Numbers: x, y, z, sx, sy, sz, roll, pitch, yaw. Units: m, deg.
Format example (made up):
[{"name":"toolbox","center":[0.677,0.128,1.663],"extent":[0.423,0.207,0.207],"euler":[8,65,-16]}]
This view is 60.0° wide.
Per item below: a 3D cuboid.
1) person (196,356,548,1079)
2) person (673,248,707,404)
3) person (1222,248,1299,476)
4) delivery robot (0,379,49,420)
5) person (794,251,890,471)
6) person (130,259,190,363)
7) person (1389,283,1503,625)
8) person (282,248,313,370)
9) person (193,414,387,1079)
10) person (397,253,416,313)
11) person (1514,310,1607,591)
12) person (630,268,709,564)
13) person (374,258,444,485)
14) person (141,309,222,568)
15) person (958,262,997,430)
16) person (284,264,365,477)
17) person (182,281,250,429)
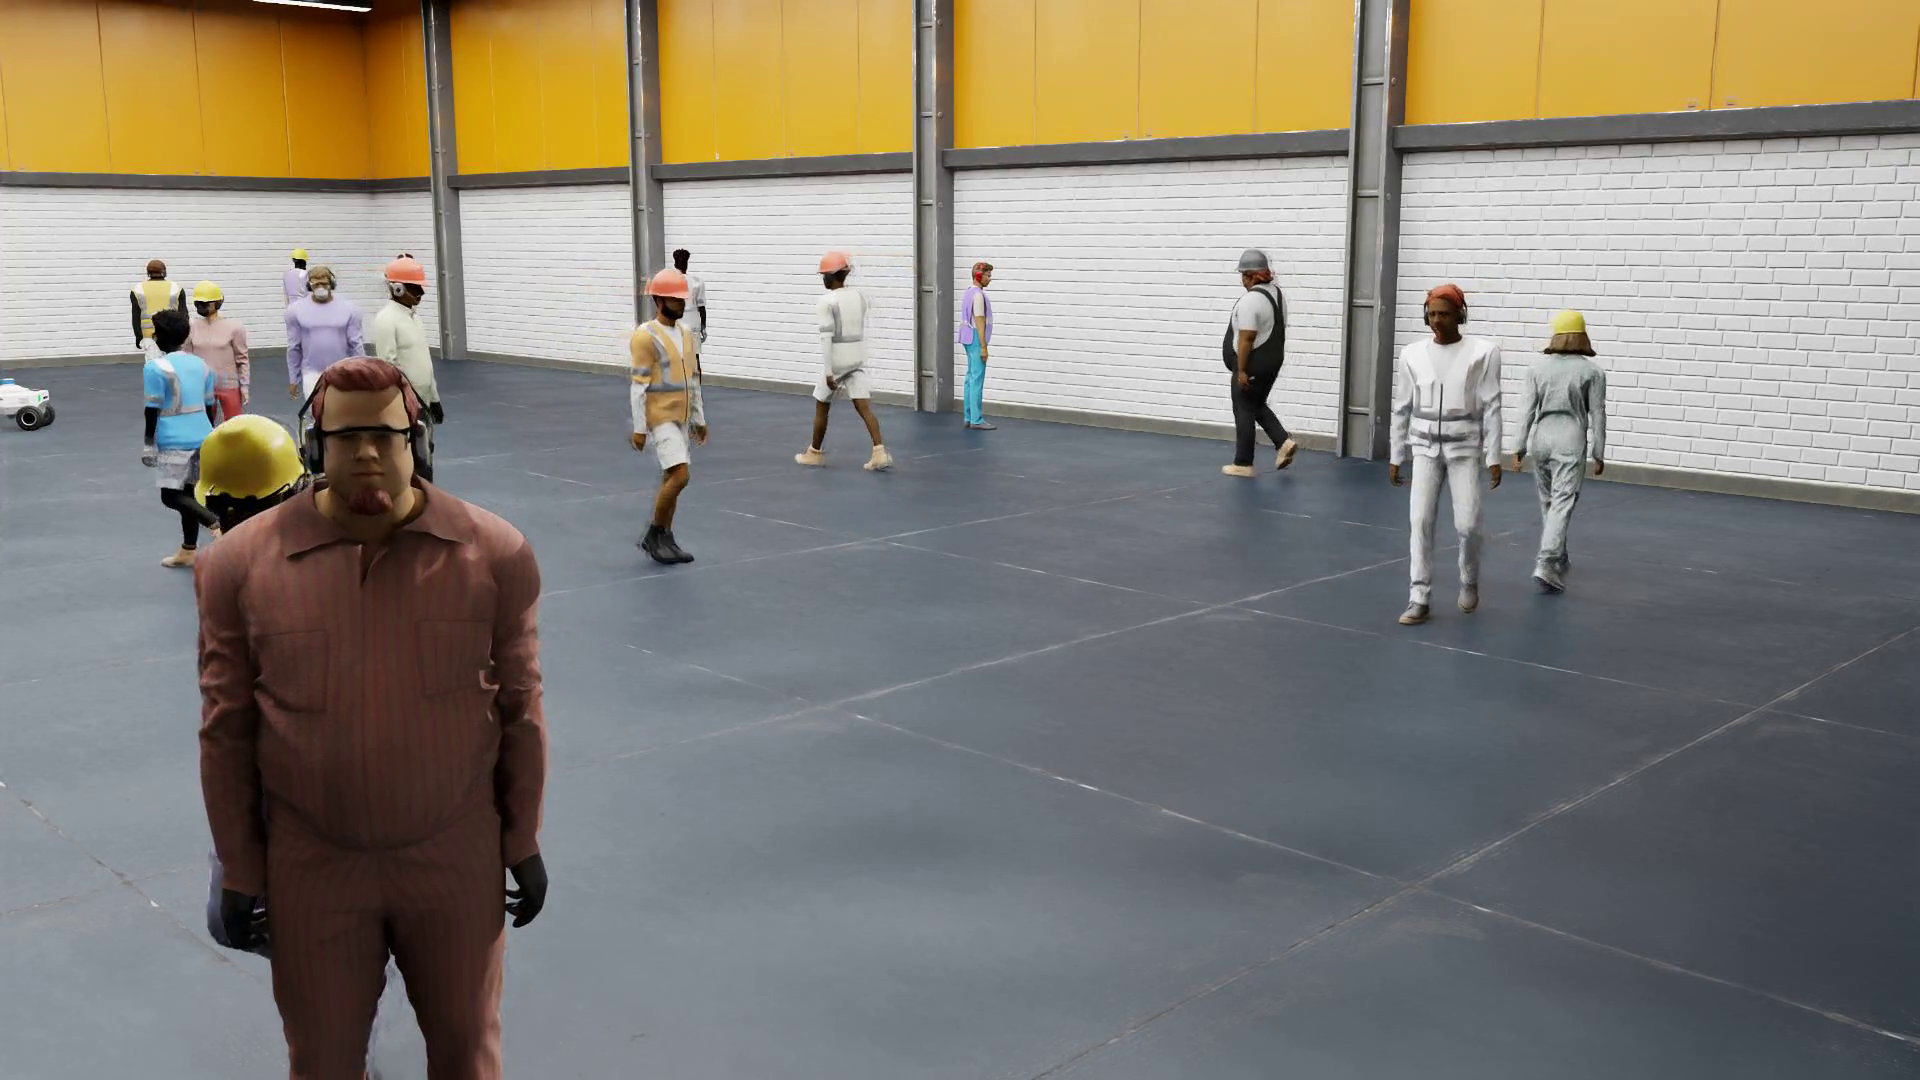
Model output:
[{"name":"person","center":[-1.116,0.599,3.237],"extent":[0.643,1.911,0.411],"euler":[-4,11,-20]},{"name":"person","center":[-3.480,-2.674,20.929],"extent":[0.602,1.966,0.368],"euler":[-2,11,-10]},{"name":"person","center":[2.618,-1.573,14.719],"extent":[0.624,2.000,0.701],"euler":[8,13,39]},{"name":"delivery robot","center":[-10.440,-1.530,18.286],"extent":[0.707,0.478,0.477],"euler":[-2,11,-13]},{"name":"person","center":[-1.054,-1.611,15.102],"extent":[1.063,1.995,0.625],"euler":[10,14,43]},{"name":"person","center":[-9.694,-2.479,20.210],"extent":[0.633,1.839,0.429],"euler":[-4,11,-22]},{"name":"person","center":[2.670,-0.469,9.151],"extent":[0.629,1.873,0.548],"euler":[7,12,33]},{"name":"person","center":[-10.358,-3.618,26.184],"extent":[0.591,1.927,0.366],"euler":[4,11,22]},{"name":"person","center":[-1.565,0.557,3.928],"extent":[0.558,1.738,0.456],"euler":[5,11,23]},{"name":"person","center":[-7.895,-3.145,23.789],"extent":[0.328,1.862,0.521],"euler":[-7,13,-35]},{"name":"person","center":[3.681,-0.564,10.225],"extent":[0.501,1.678,0.988],"euler":[9,13,39]},{"name":"person","center":[-1.865,-0.784,10.760],"extent":[0.436,1.921,0.545],"euler":[4,11,22]},{"name":"person","center":[-3.771,-0.956,11.530],"extent":[0.548,1.980,0.647],"euler":[0,10,2]},{"name":"person","center":[-4.840,-0.619,10.504],"extent":[0.631,1.674,0.536],"euler":[2,11,12]},{"name":"person","center":[0.179,-2.136,18.345],"extent":[0.389,1.837,0.563],"euler":[-2,11,-12]},{"name":"person","center":[-5.449,-1.421,14.319],"extent":[0.632,1.902,0.905],"euler":[-4,11,-23]},{"name":"person","center":[-6.106,-1.238,13.650],"extent":[0.533,1.765,0.321],"euler":[-1,10,-7]}]
